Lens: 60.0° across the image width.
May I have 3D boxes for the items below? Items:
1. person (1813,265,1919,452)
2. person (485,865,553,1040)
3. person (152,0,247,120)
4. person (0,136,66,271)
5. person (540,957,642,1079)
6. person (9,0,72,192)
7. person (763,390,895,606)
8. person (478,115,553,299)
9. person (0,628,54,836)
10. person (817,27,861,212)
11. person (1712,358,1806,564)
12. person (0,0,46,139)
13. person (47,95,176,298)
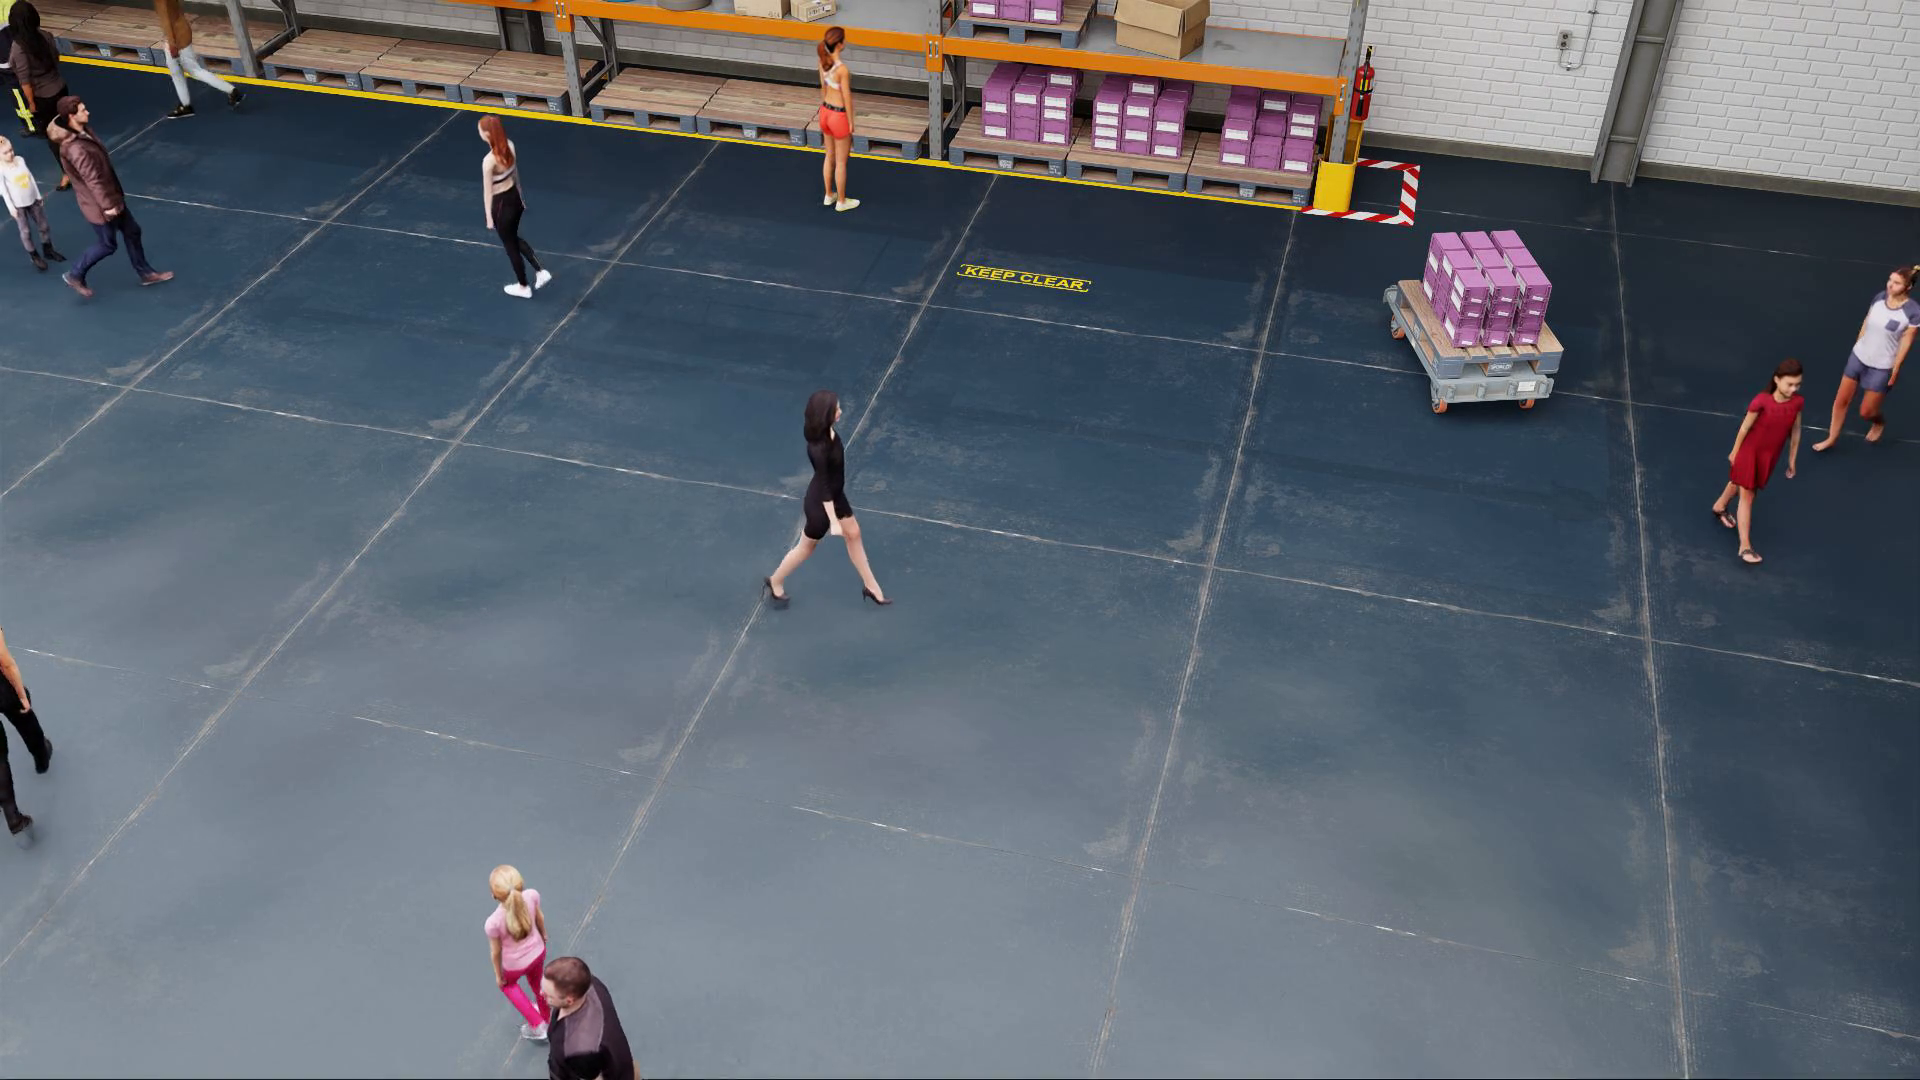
[{"bbox_3d":[6.977,-1.354,12.607,0.887,1.606,0.821,-18,42,-21],"label":"person"},{"bbox_3d":[-2.207,2.148,8.497,0.629,1.264,0.586,30,48,32],"label":"person"},{"bbox_3d":[-8.077,-5.268,17.362,1.169,1.789,1.025,-10,40,-12],"label":"person"},{"bbox_3d":[-8.468,-3.066,15.013,0.534,1.279,0.527,17,42,20],"label":"person"},{"bbox_3d":[-1.557,2.499,7.635,1.261,1.790,0.997,-5,39,-7],"label":"person"},{"bbox_3d":[-8.822,-4.292,16.110,0.603,1.827,0.679,2,39,2],"label":"person"},{"bbox_3d":[-0.989,-0.208,11.050,1.165,1.759,0.728,3,39,4],"label":"person"},{"bbox_3d":[-3.830,-2.844,14.370,0.739,1.736,0.618,12,40,15],"label":"person"},{"bbox_3d":[-5.648,0.980,9.646,1.100,1.655,1.075,-15,41,-18],"label":"person"},{"bbox_3d":[-1.176,-3.977,15.747,0.713,1.788,0.621,-31,48,-33],"label":"person"},{"bbox_3d":[5.655,-0.670,11.828,1.016,1.511,0.853,-5,39,-6],"label":"person"},{"bbox_3d":[-9.733,-5.109,17.009,0.637,1.981,0.774,12,40,14],"label":"person"},{"bbox_3d":[-7.536,-2.940,14.421,1.244,1.821,1.088,-11,40,-13],"label":"person"}]
